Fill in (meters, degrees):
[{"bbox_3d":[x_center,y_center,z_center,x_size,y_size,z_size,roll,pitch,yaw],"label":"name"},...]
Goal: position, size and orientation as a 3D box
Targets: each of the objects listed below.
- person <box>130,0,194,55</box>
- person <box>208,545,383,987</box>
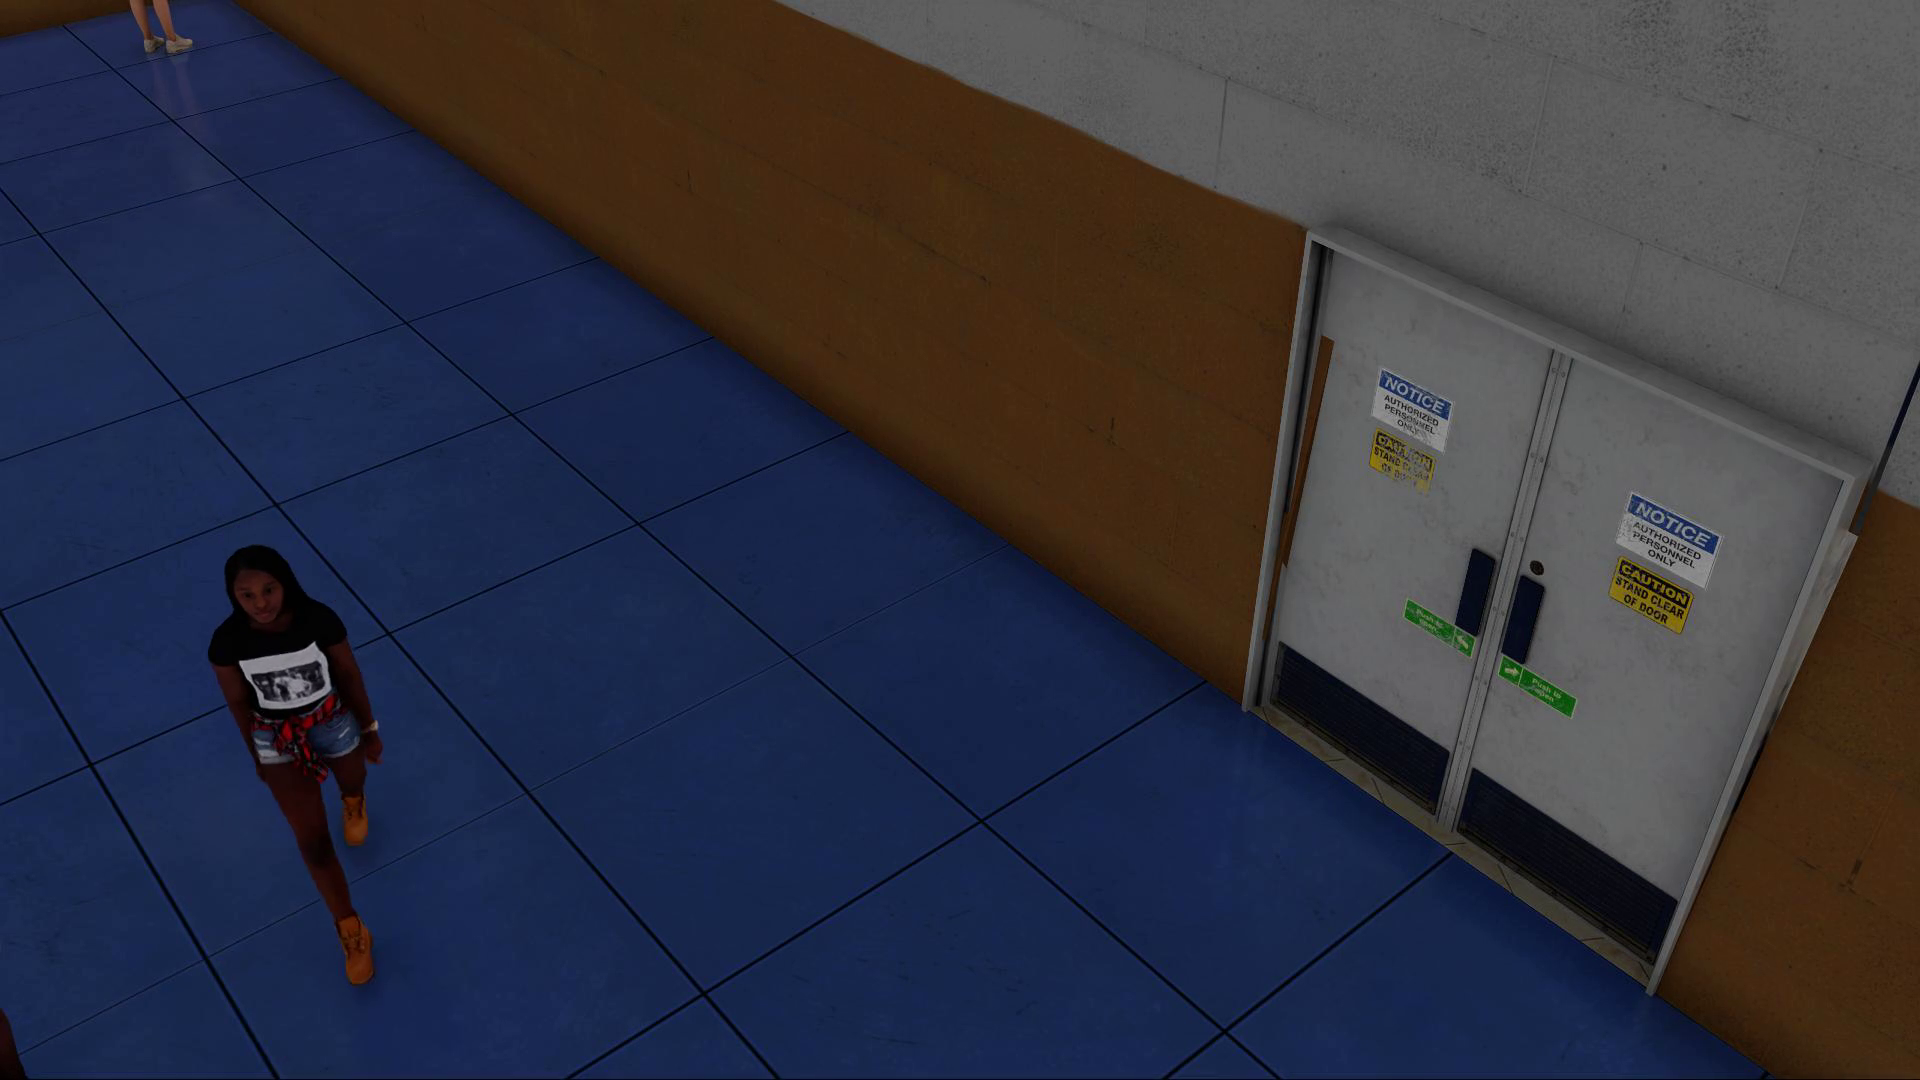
[{"bbox_3d":[-6.524,-4.726,13.104,0.651,1.759,0.696,6,37,8],"label":"person"},{"bbox_3d":[-2.326,0.680,5.963,1.191,1.685,0.891,-16,40,-20],"label":"person"}]
